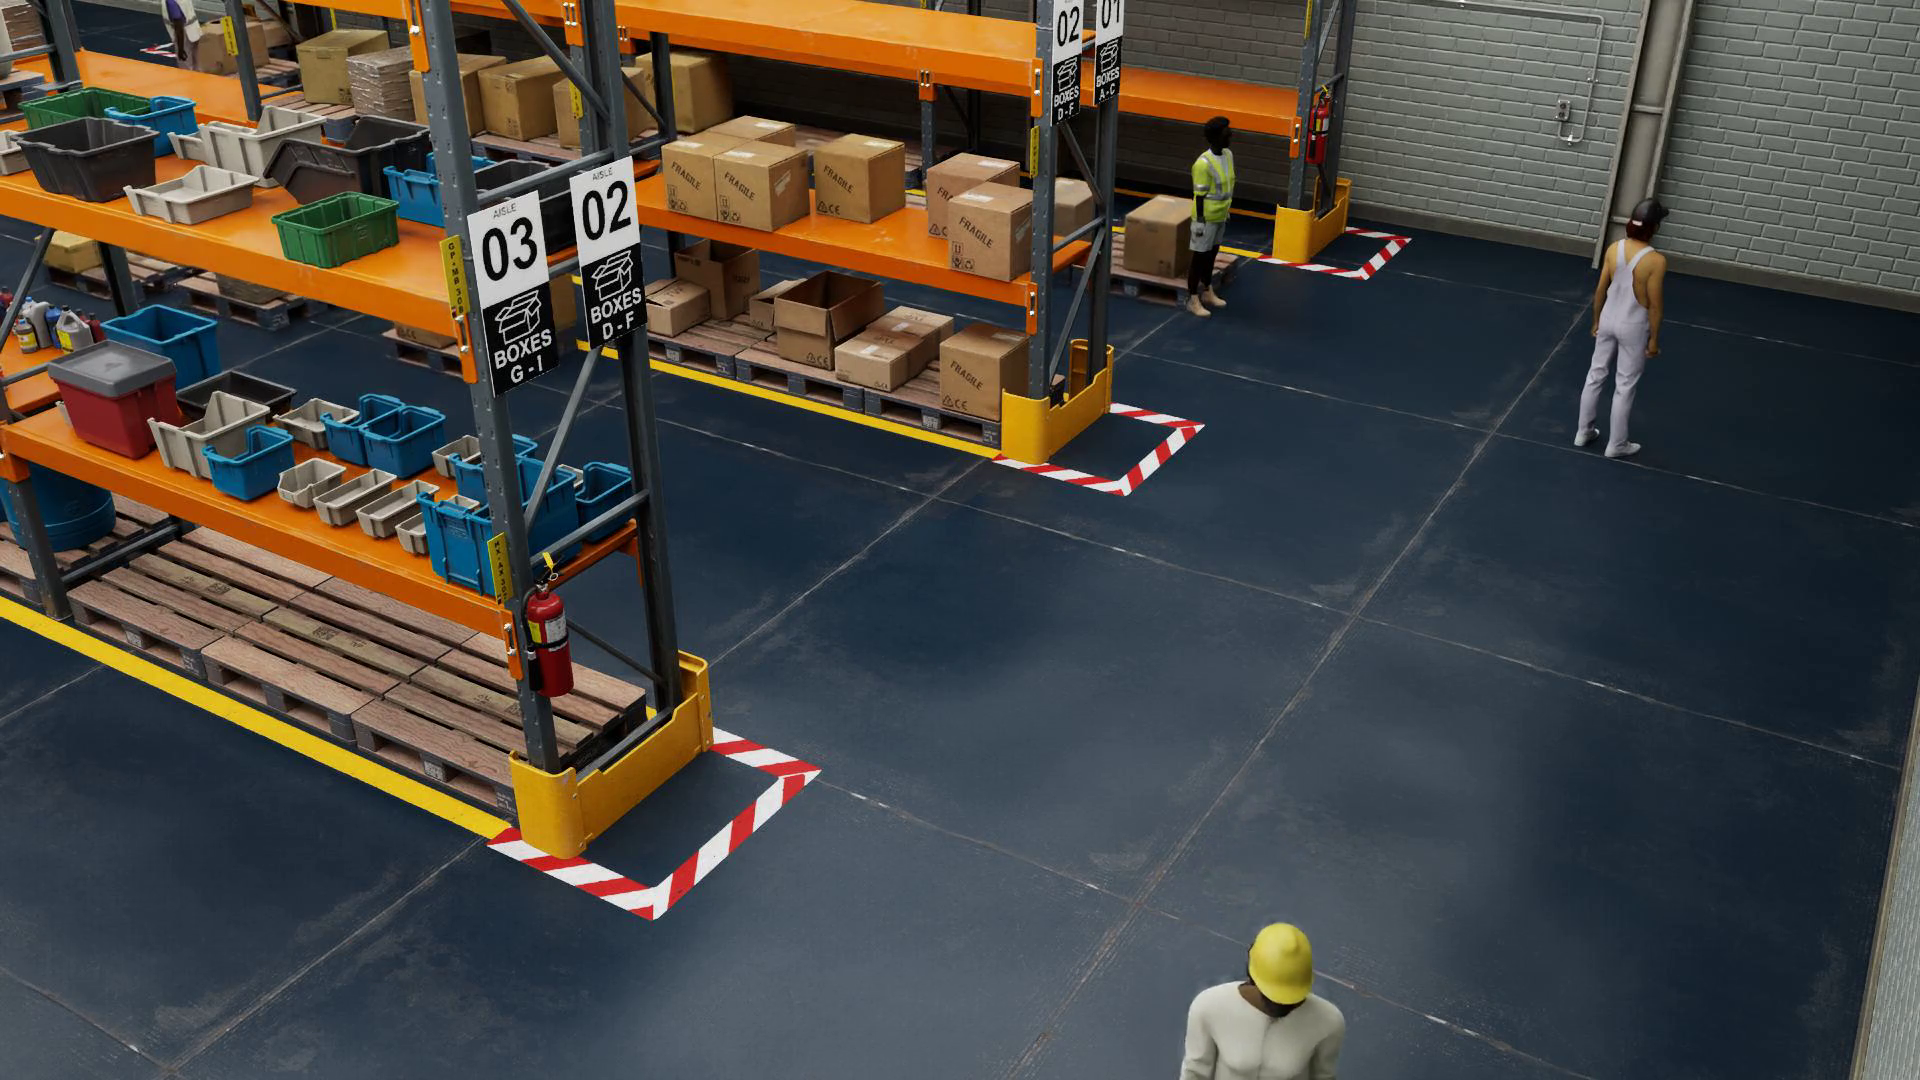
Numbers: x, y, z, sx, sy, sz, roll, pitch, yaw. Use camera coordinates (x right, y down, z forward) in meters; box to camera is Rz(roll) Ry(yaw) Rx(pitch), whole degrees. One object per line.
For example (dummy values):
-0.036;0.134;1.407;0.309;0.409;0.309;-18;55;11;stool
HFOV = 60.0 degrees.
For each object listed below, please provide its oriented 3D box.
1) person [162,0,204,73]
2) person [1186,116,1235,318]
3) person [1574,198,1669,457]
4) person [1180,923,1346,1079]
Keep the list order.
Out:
-9.097;-5.855;19.534;0.392;1.830;0.571;-5;29;-8;person
2.132;-2.741;14.081;0.316;1.698;0.539;19;34;30;person
4.684;-1.488;11.666;0.362;1.865;0.509;-21;35;-32;person
1.003;1.923;5.671;0.519;1.733;0.785;5;30;9;person
